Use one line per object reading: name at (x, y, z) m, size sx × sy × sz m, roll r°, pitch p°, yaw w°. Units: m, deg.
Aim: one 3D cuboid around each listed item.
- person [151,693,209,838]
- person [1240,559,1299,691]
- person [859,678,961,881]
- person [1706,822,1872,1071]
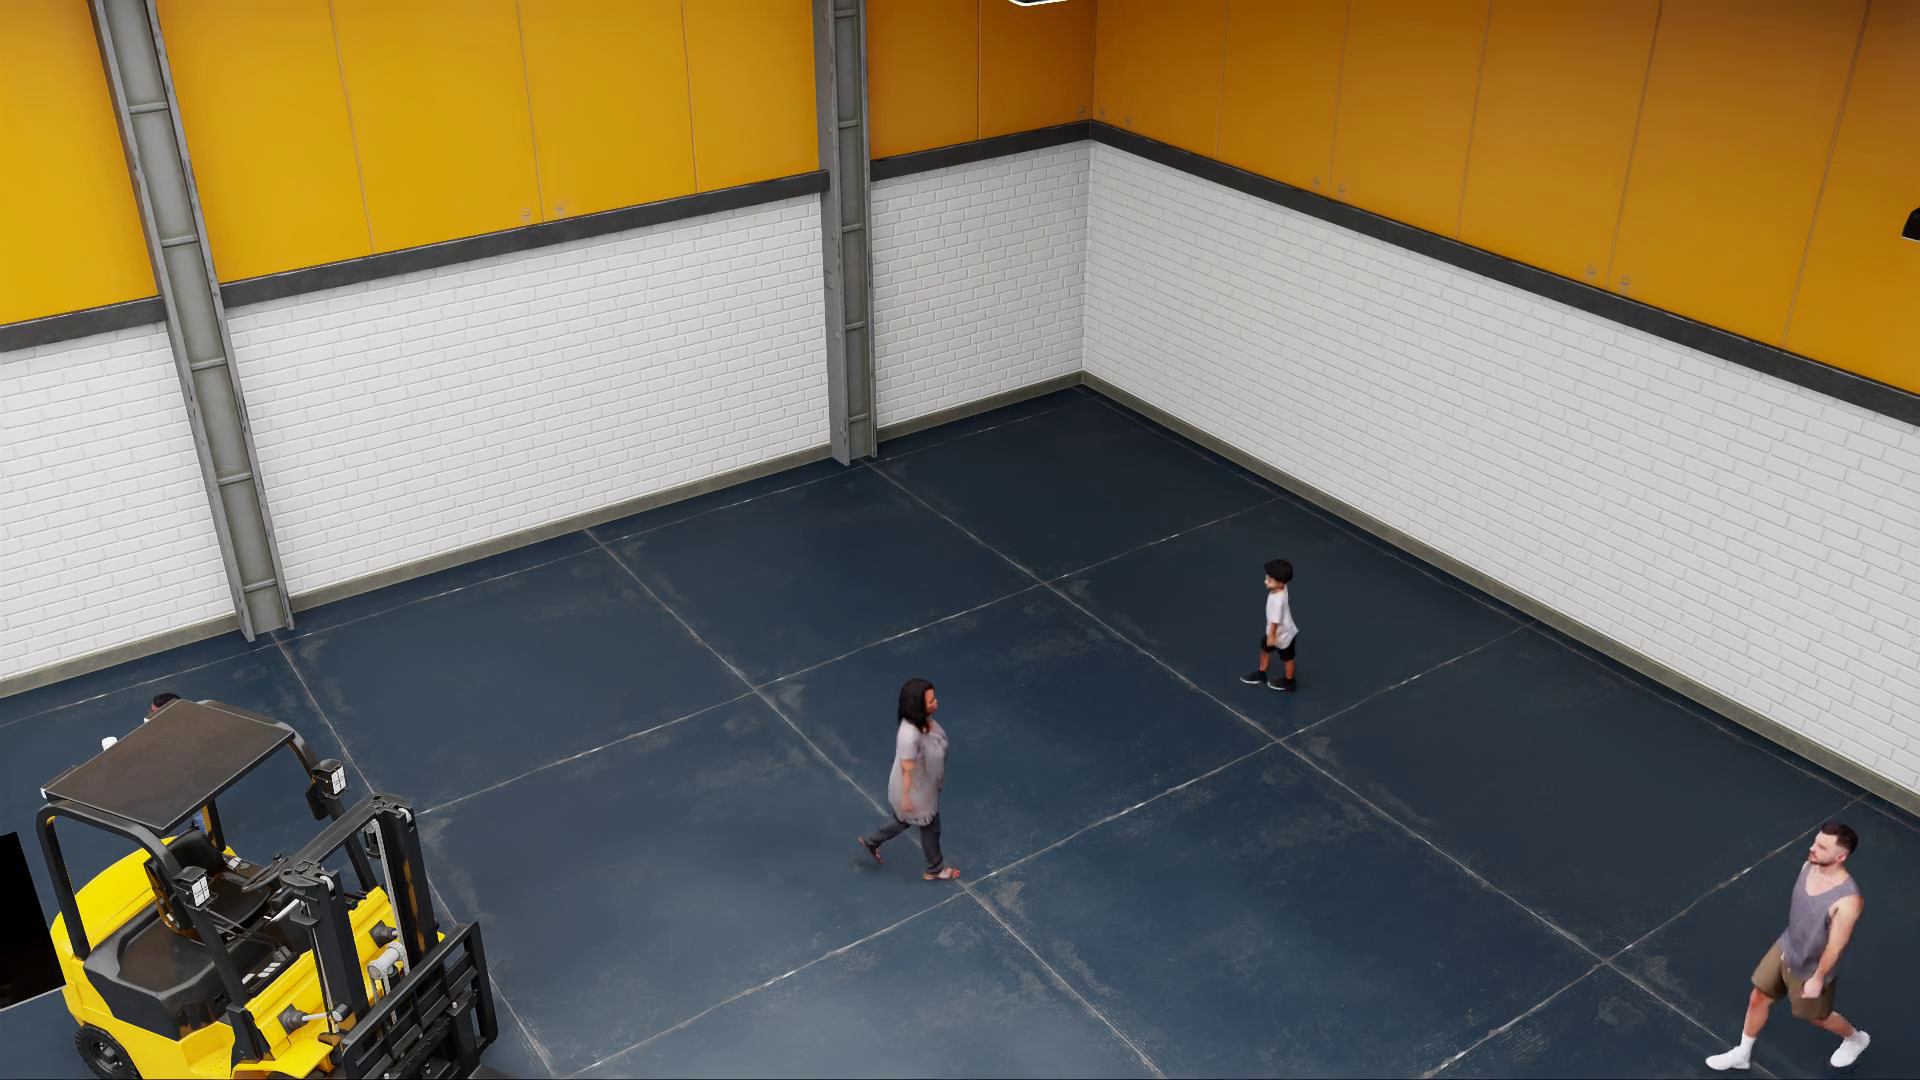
person at (-5.420, 1.604, 11.607) m, size 0.481 × 1.261 × 0.474 m, roll -18°, pitch 33°, yaw -30°
person at (2.609, 0.688, 13.312) m, size 0.761 × 1.236 × 0.683 m, roll 5°, pitch 29°, yaw 10°
person at (-0.368, 1.625, 11.227) m, size 1.047 × 1.588 × 0.933 m, roll 0°, pitch 29°, yaw 1°
person at (4.978, 2.409, 9.593) m, size 1.266 × 1.812 × 0.952 m, roll -5°, pitch 29°, yaw -9°
